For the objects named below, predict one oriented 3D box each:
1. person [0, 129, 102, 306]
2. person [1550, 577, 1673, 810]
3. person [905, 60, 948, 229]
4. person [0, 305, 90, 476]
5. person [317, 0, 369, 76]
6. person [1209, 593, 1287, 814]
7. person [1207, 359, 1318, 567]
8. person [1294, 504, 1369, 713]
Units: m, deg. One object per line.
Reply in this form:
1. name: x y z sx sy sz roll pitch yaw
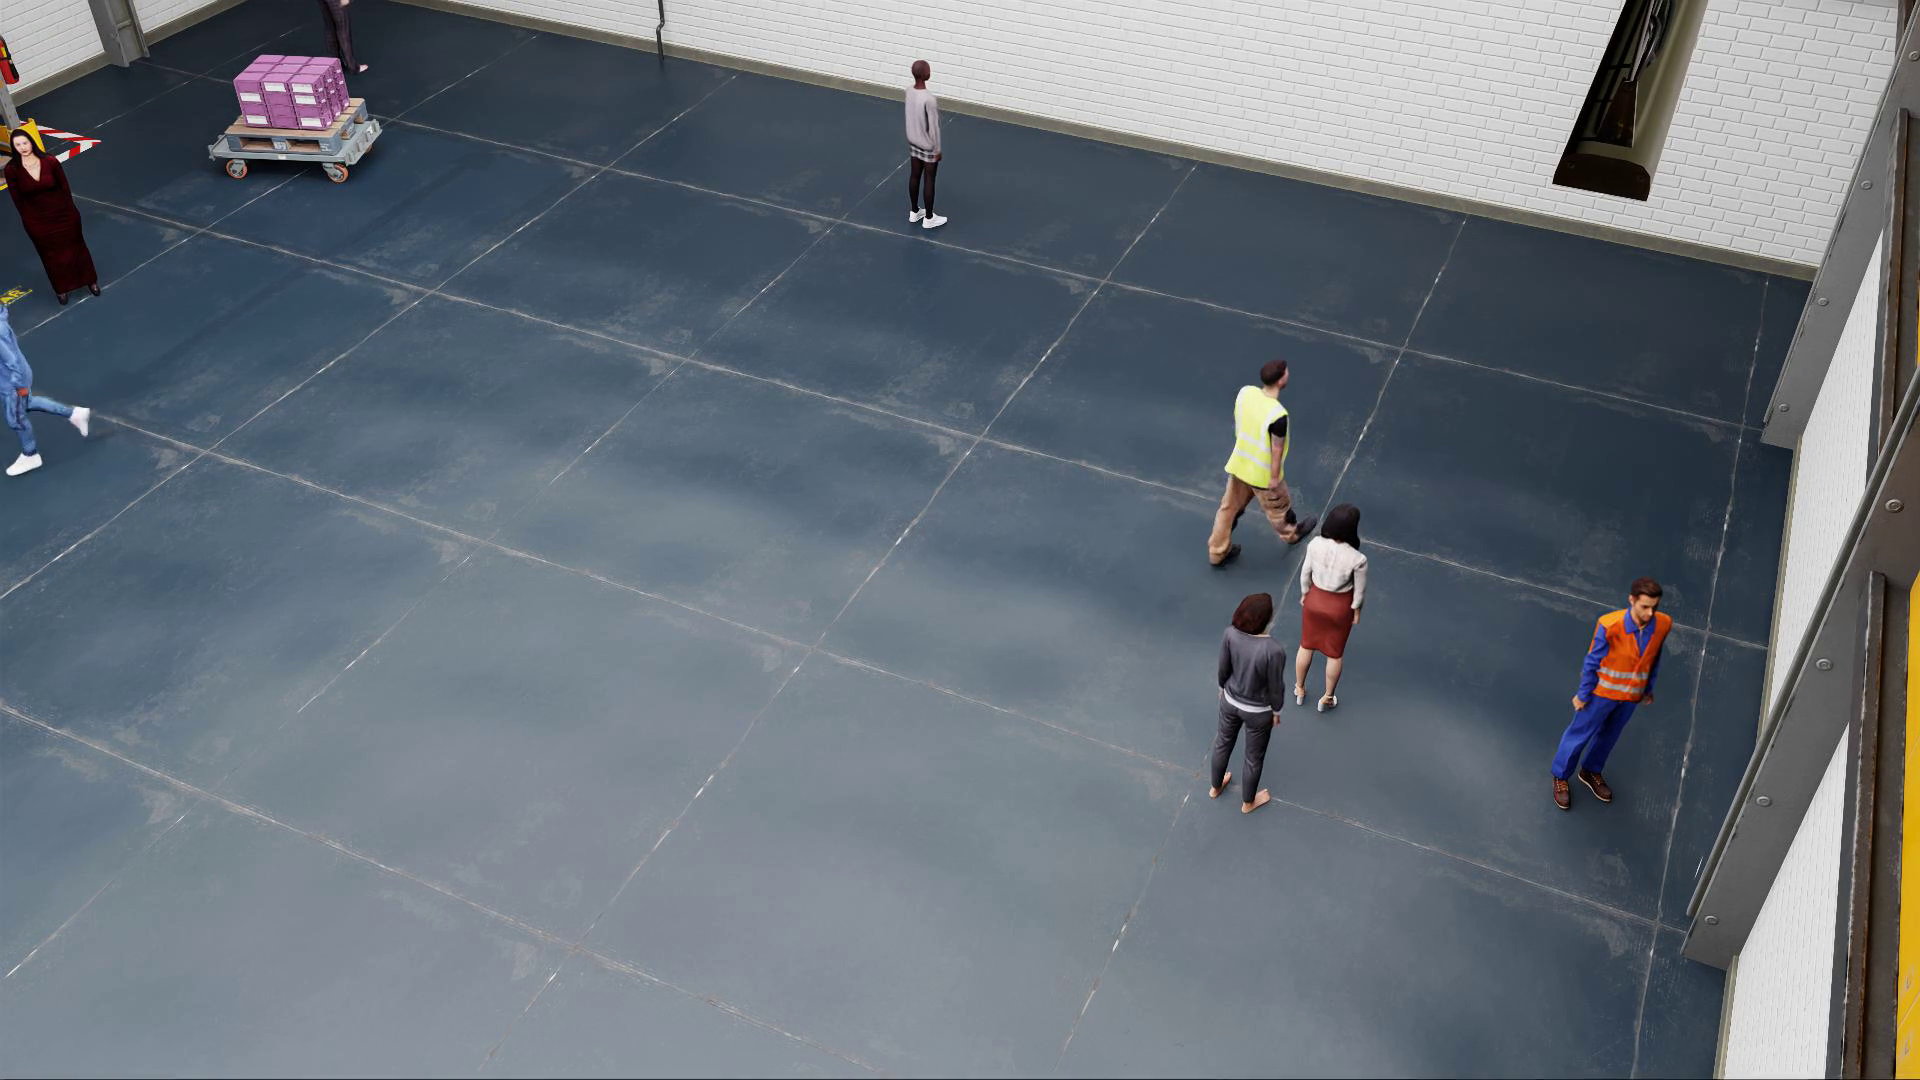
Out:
1. person: -8.660 -3.087 15.816 0.713 1.758 0.820 -23 44 -26
2. person: 4.191 0.961 10.664 0.793 1.863 0.813 -6 39 -8
3. person: -0.385 -4.060 17.024 0.667 1.771 0.687 -30 47 -32
4. person: -7.743 -1.409 13.689 1.126 1.789 0.984 -23 44 -26
5. person: -7.628 -6.567 20.083 0.670 1.870 0.581 20 43 24
6. person: 1.844 1.037 10.644 0.652 1.768 0.592 25 45 28
7. person: 2.192 -0.526 12.577 1.271 1.798 1.086 -23 44 -26
8. person: 2.522 0.471 11.366 0.606 1.751 0.526 20 43 23
